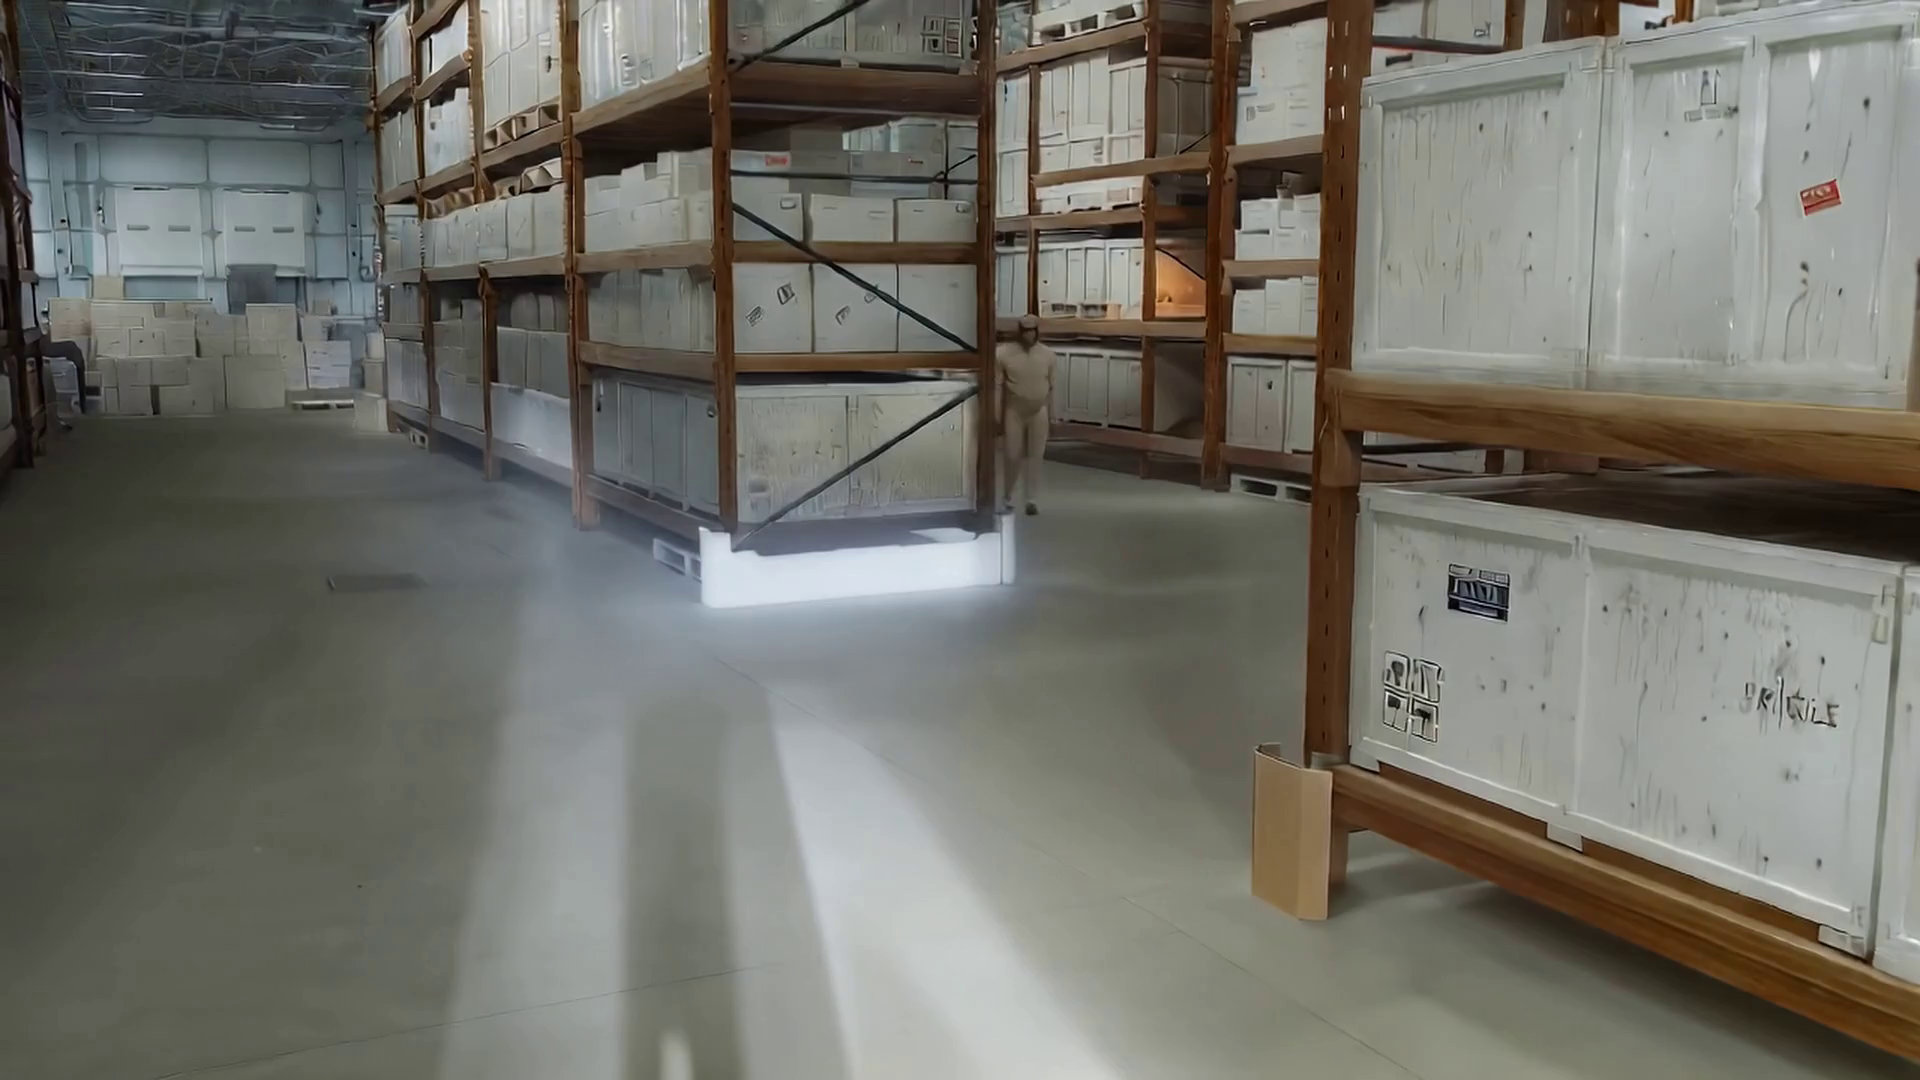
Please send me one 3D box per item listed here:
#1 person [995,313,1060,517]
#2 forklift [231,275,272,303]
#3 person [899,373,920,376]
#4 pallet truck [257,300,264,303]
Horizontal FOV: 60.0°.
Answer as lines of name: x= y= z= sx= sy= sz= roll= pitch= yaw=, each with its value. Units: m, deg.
person: x=0.601 y=-1.165 z=15.491 sx=0.668 sy=1.893 sz=0.500 roll=-1 pitch=8 yaw=-8
forklift: x=-17.145 y=-5.261 z=40.370 sx=1.129 sy=2.768 sz=1.873 roll=-4 pitch=9 yaw=-26
person: x=-0.577 y=-1.071 z=15.536 sx=0.541 sy=1.696 sz=0.315 roll=5 pitch=9 yaw=29
pallet truck: x=-23.913 y=-7.404 z=58.171 sx=1.885 sy=1.965 sz=0.823 roll=-1 pitch=8 yaw=-9
